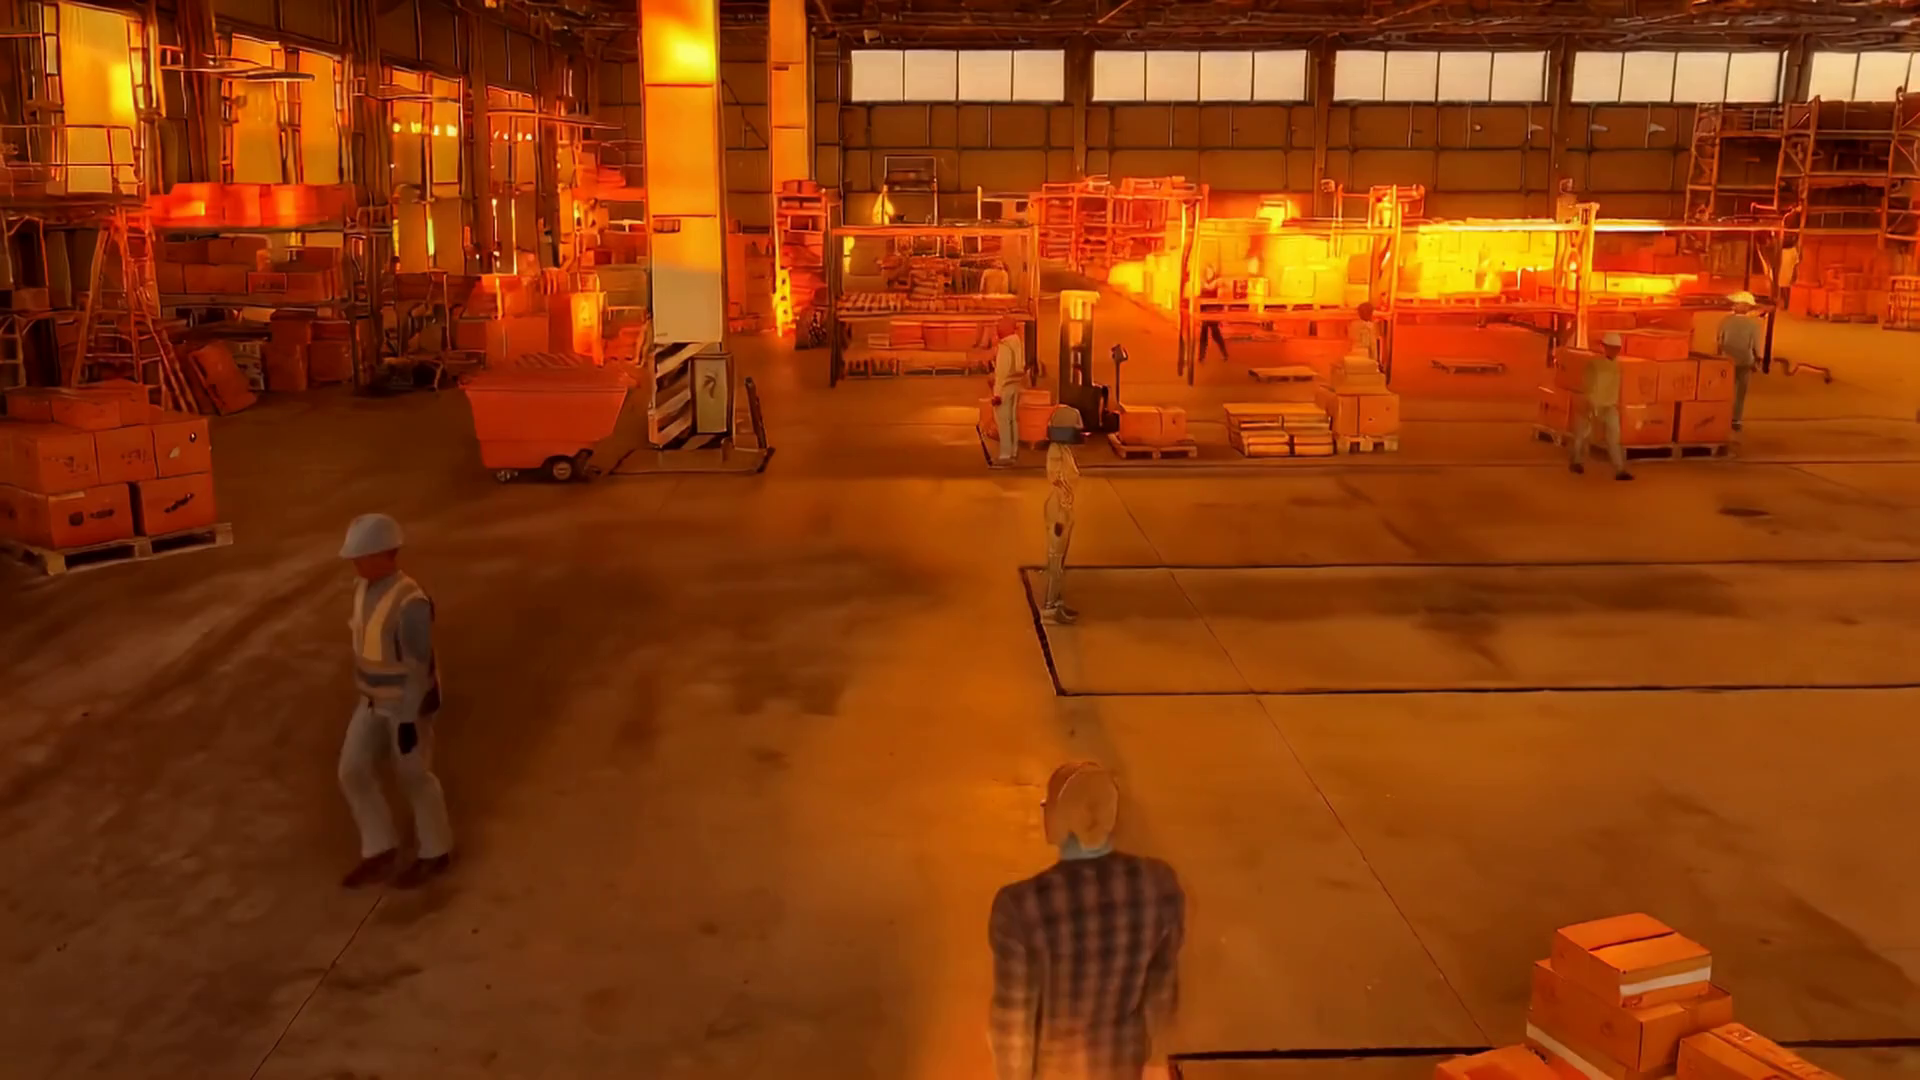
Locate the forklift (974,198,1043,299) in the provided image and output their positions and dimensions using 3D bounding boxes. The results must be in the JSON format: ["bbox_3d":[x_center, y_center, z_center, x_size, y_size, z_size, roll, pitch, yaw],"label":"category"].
[{"bbox_3d":[1.356,-8.191,46.703,1.873,2.768,1.129,-1,13,-3],"label":"forklift"}]

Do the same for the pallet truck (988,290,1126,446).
[{"bbox_3d":[1.257,-2.299,22.111,1.885,1.965,0.823,-9,15,-35],"label":"pallet truck"}]

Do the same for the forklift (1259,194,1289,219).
[{"bbox_3d":[10.377,-10.079,55.229,1.129,2.768,1.873,9,15,34],"label":"forklift"}]

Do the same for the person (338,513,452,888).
[{"bbox_3d":[-2.862,0.816,8.198,0.642,1.923,0.662,11,17,41],"label":"person"}]

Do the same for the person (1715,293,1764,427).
[{"bbox_3d":[10.954,-2.528,23.404,0.606,1.892,0.561,7,14,28],"label":"person"}]

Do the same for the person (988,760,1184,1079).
[{"bbox_3d":[0.393,1.571,4.856,0.638,1.911,0.923,-6,14,-24],"label":"person"}]

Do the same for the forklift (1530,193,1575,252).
[{"bbox_3d":[20.956,-10.670,57.897,1.873,2.768,1.129,0,12,-2],"label":"forklift"}]

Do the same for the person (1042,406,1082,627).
[{"bbox_3d":[0.814,-0.196,13.197,0.295,1.744,0.485,3,13,12],"label":"person"}]

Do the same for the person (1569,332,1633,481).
[{"bbox_3d":[7.540,-1.580,19.496,0.519,1.723,0.921,-4,13,-16],"label":"person"}]

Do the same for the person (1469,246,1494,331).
[{"bbox_3d":[11.802,-5.661,37.487,0.398,1.912,0.590,-2,13,-7],"label":"person"}]

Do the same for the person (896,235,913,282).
[{"bbox_3d":[-1.830,-9.390,54.464,0.584,1.858,0.860,3,13,14],"label":"person"}]

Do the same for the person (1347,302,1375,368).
[{"bbox_3d":[5.854,-2.616,24.227,0.317,1.695,0.540,-6,14,-25],"label":"person"}]

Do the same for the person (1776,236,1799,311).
[{"bbox_3d":[21.305,-6.865,42.889,0.720,1.917,0.623,-11,17,-41],"label":"person"}]

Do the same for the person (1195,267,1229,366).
[{"bbox_3d":[4.709,-4.170,30.955,0.785,1.828,0.512,-12,17,-43],"label":"person"}]

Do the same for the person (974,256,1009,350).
[{"bbox_3d":[0.678,-4.783,33.560,0.679,1.896,0.452,-8,15,-33],"label":"person"}]

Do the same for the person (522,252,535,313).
[{"bbox_3d":[-10.544,-6.217,40.636,0.314,1.634,0.515,-7,14,-30],"label":"person"}]

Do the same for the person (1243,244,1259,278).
[{"bbox_3d":[6.730,-5.955,38.865,0.985,1.883,0.583,1,13,3],"label":"person"}]

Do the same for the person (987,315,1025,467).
[{"bbox_3d":[0.547,-1.815,20.281,0.429,1.844,0.625,5,13,22],"label":"person"}]
